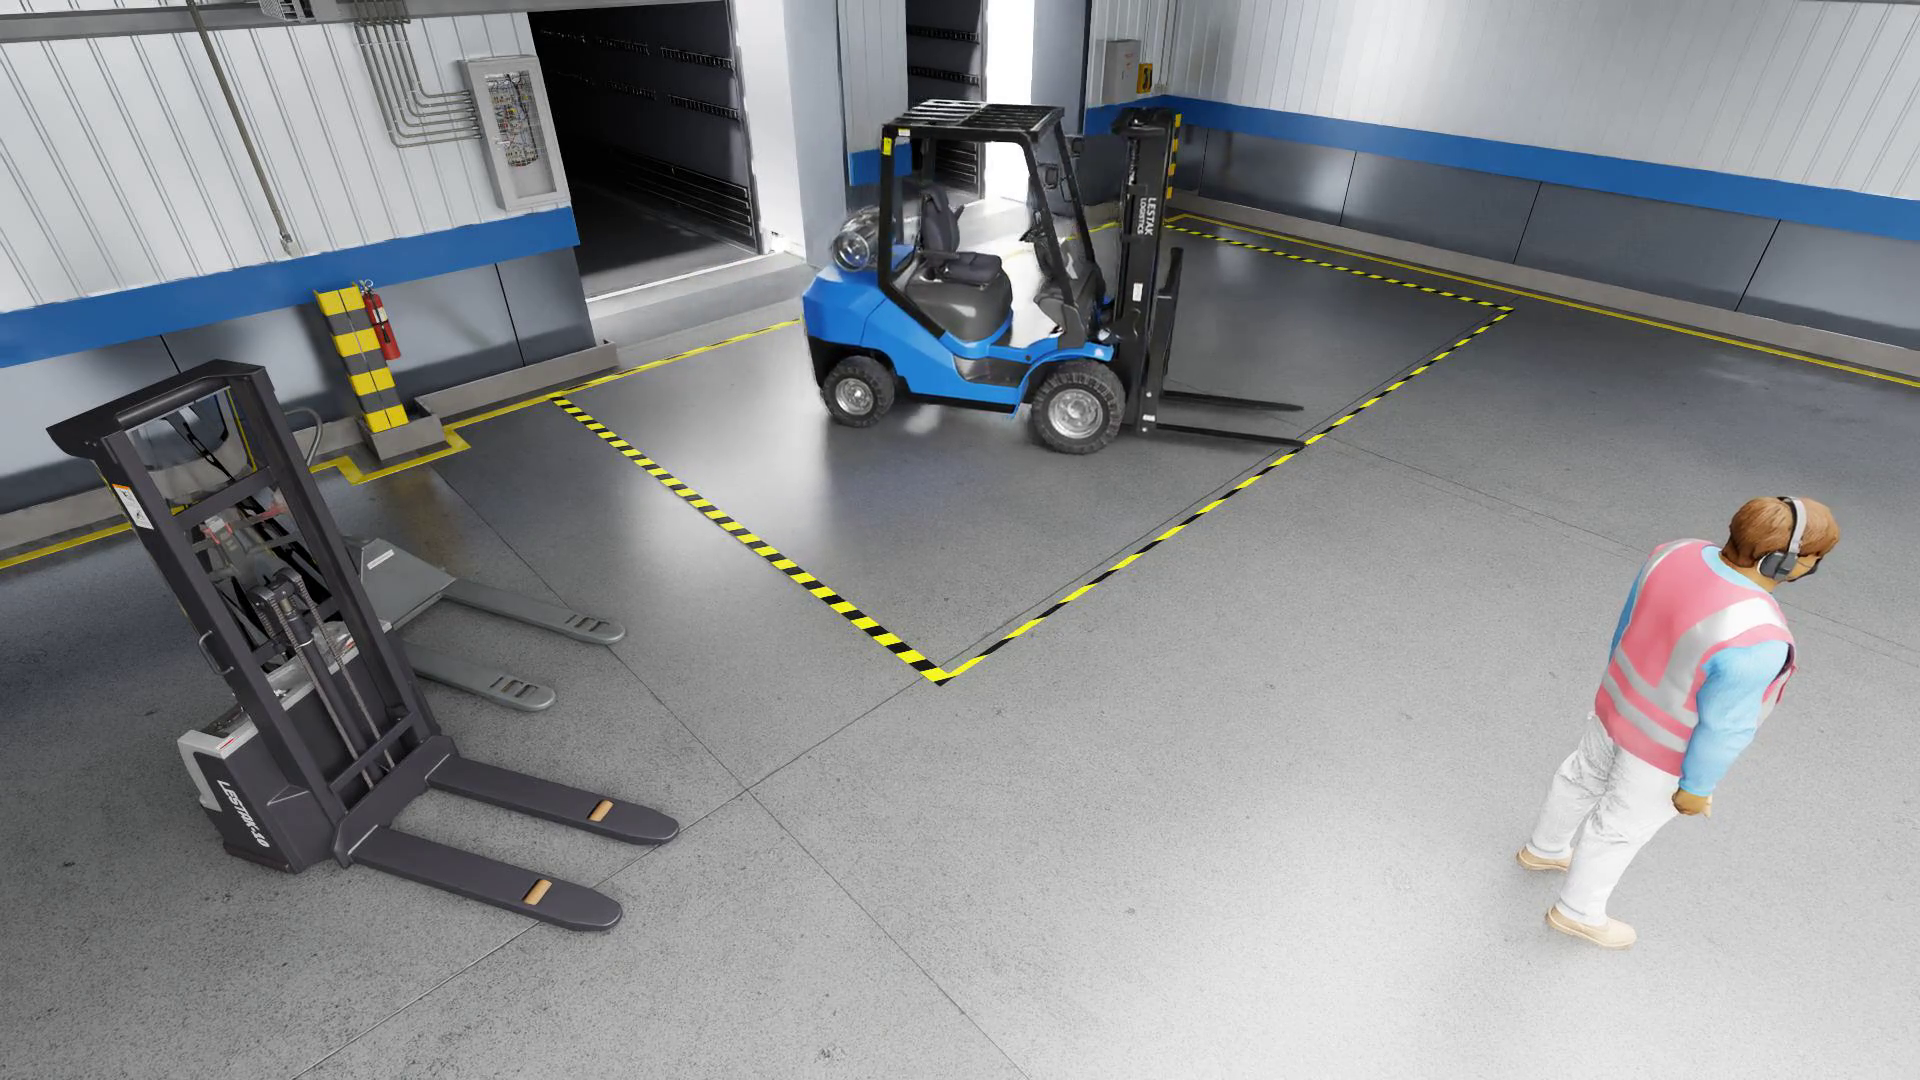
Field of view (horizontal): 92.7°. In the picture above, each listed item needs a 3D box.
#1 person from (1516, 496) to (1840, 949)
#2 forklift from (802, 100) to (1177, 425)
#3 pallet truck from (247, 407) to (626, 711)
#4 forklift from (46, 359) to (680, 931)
[{"bbox_3d":[2.418,0.649,3.157,0.431,1.845,0.622,6,35,8],"label":"person"},{"bbox_3d":[0.215,-2.037,6.653,2.680,2.036,1.157,9,35,13],"label":"forklift"},{"bbox_3d":[-2.628,0.038,4.590,1.601,1.201,0.680,12,36,18],"label":"pallet truck"},{"bbox_3d":[-2.135,0.422,3.354,1.885,1.965,0.823,10,35,14],"label":"forklift"}]
